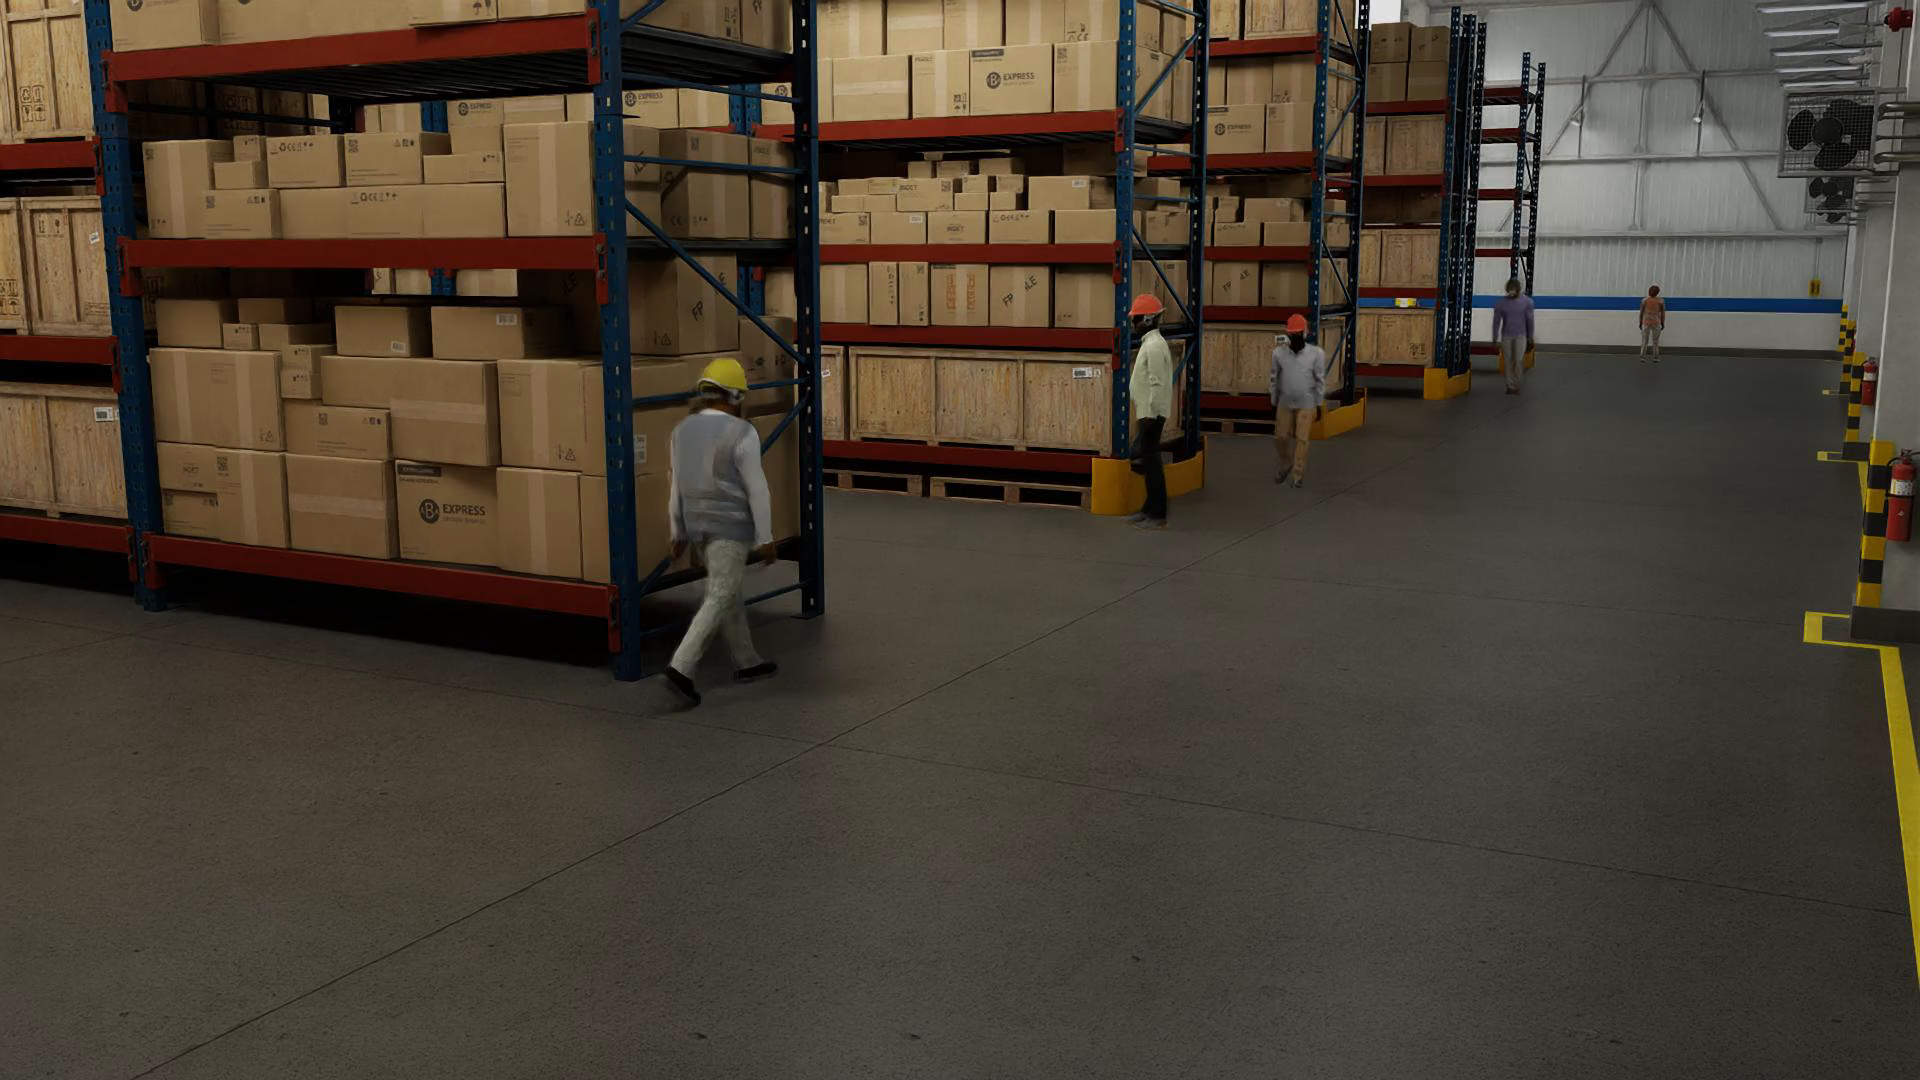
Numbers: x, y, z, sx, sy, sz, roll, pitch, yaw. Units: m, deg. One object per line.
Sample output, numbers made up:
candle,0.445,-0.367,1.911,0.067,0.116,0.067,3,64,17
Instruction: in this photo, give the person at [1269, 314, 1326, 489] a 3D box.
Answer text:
person,3.328,-1.368,16.474,0.566,1.737,0.379,4,11,22

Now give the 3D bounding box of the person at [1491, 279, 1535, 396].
person,9.027,-3.307,27.203,0.656,1.904,0.809,4,11,24

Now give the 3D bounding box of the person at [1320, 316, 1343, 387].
person,5.866,-3.027,26.121,0.813,1.707,0.513,4,11,22

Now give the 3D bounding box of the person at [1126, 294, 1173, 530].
person,1.589,-1.079,14.062,0.401,1.991,0.623,1,10,4

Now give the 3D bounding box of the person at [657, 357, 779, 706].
person,-1.291,-0.058,8.720,0.608,1.797,0.888,8,13,39

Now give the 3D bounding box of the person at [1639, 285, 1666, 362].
person,14.771,-4.608,35.512,0.524,1.639,0.306,6,11,29
